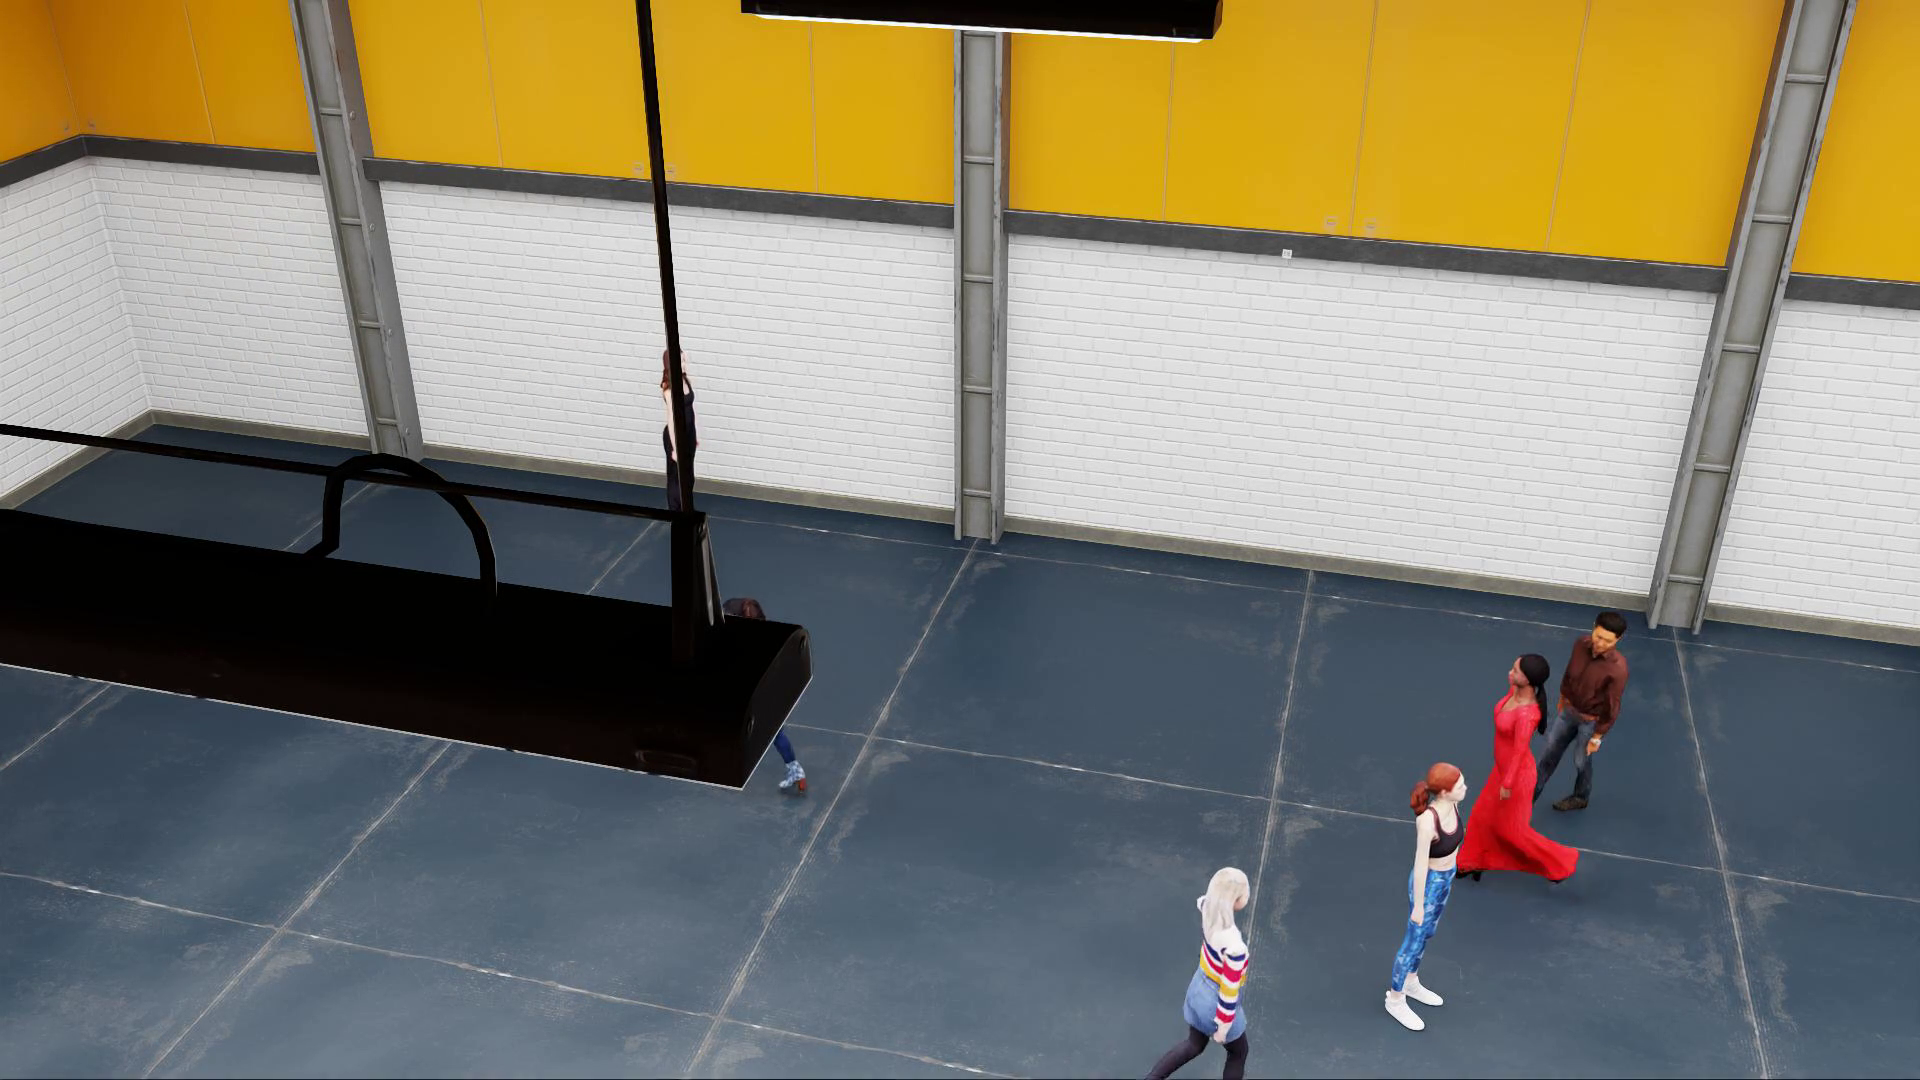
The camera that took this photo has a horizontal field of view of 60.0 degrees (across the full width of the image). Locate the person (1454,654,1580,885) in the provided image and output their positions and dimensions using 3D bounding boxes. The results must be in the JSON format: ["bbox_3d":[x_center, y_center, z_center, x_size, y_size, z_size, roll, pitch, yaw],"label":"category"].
[{"bbox_3d":[3.605,1.521,10.589,1.054,1.764,0.730,3,29,5],"label":"person"}]

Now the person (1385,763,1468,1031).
[{"bbox_3d":[2.721,2.031,9.636,0.692,1.782,0.661,21,35,33],"label":"person"}]

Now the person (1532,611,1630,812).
[{"bbox_3d":[4.282,1.194,11.212,1.109,1.731,1.038,-11,31,-20],"label":"person"}]

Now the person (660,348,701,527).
[{"bbox_3d":[-2.557,-0.941,15.110,0.538,1.747,0.590,10,30,18],"label":"person"}]

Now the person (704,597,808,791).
[{"bbox_3d":[-1.375,1.115,11.522,1.058,1.574,0.697,5,29,9],"label":"person"}]

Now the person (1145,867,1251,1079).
[{"bbox_3d":[1.272,2.458,8.838,1.156,1.785,0.992,-8,30,-15],"label":"person"}]
